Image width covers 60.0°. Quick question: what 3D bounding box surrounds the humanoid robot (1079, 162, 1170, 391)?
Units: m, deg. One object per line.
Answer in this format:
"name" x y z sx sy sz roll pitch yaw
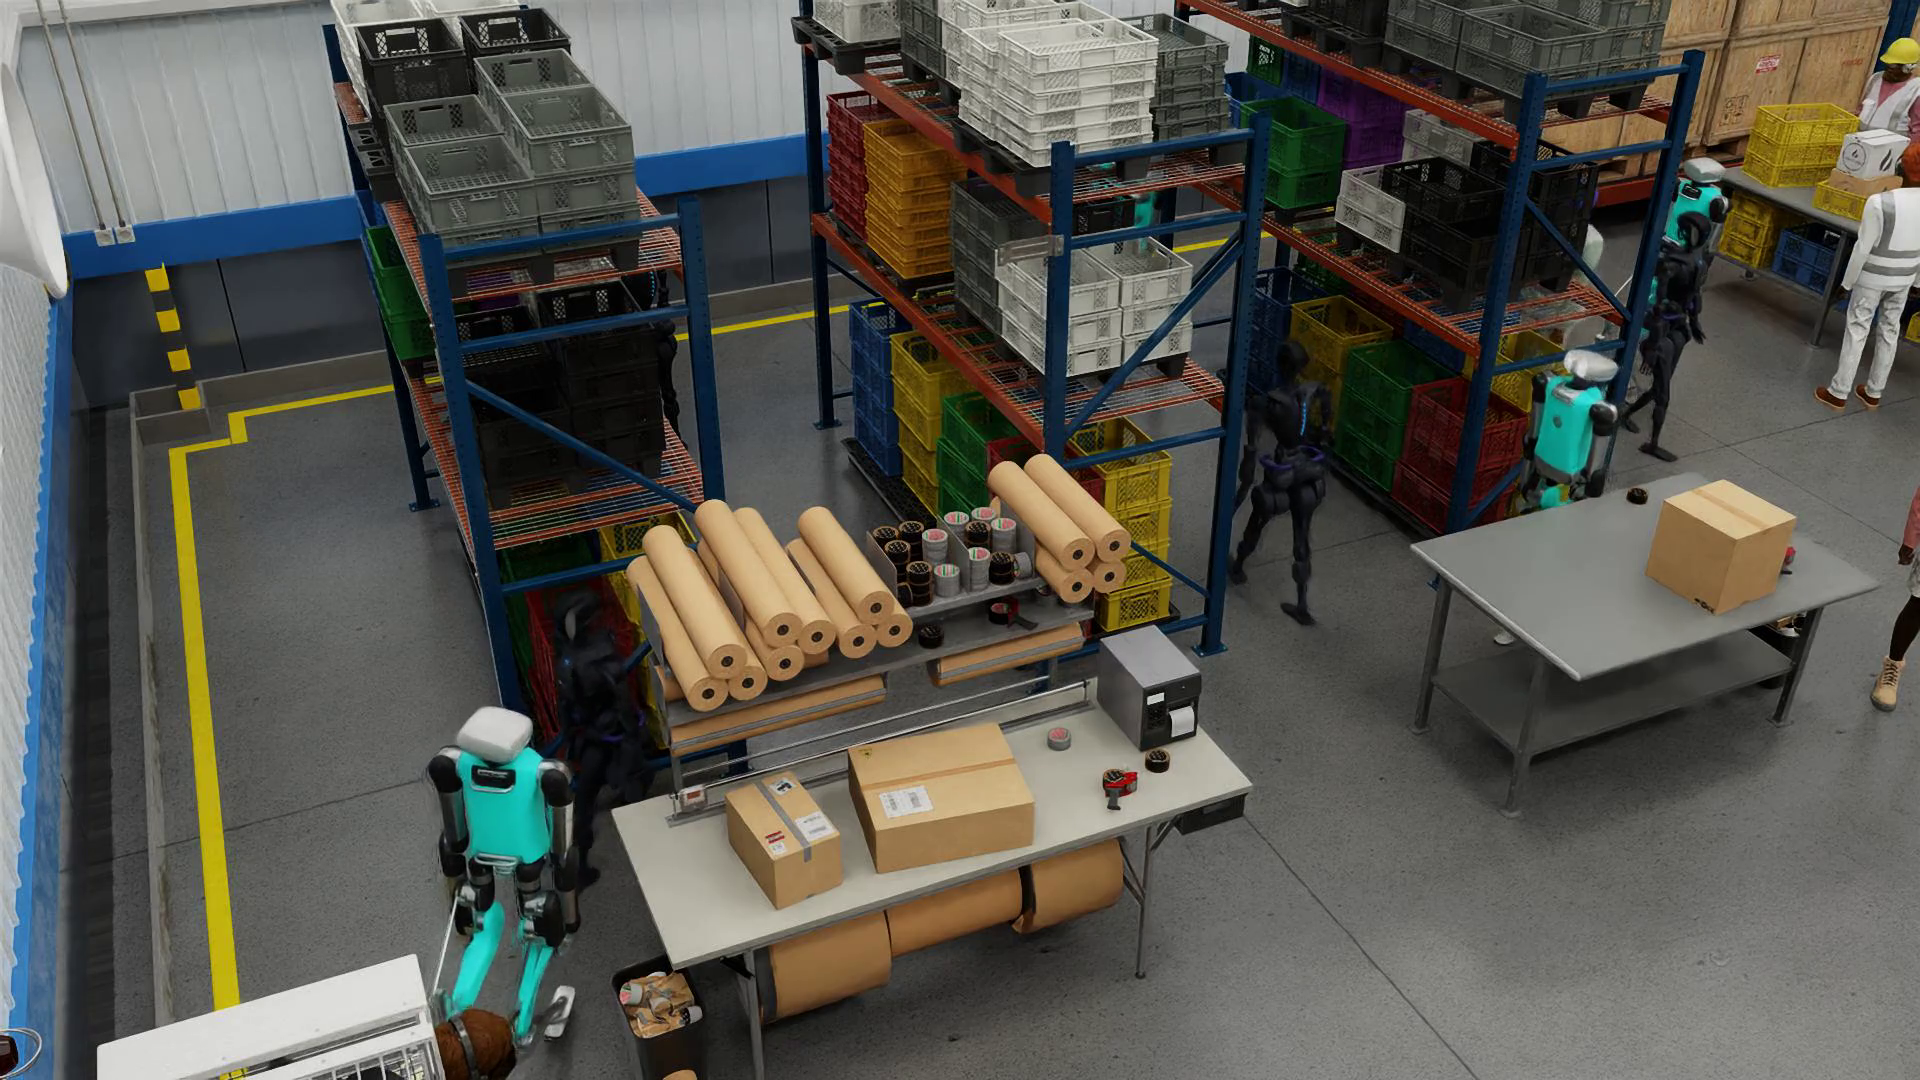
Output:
"humanoid robot" 0.991 -1.861 11.581 0.558 1.747 0.842 -18 36 -27

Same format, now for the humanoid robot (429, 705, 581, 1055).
"humanoid robot" -1.713 1.518 6.141 0.544 1.750 1.034 4 32 7

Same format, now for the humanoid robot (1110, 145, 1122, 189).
"humanoid robot" 1.105 -2.354 12.455 0.364 1.645 0.599 13 34 20

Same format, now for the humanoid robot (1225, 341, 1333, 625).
"humanoid robot" 1.778 -0.368 9.245 0.602 1.631 0.737 -12 34 -19

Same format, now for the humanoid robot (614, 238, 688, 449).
"humanoid robot" -2.036 -1.277 10.691 0.315 1.653 0.599 19 36 28

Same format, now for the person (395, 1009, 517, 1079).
"person" -1.383 2.111 5.041 0.429 1.842 0.627 -25 39 -34

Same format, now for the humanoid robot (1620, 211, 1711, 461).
"humanoid robot" 4.653 -1.366 10.875 0.614 1.657 0.594 -24 39 -34

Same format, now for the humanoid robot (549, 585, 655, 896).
"humanoid robot" -1.527 0.919 7.166 0.598 1.650 0.600 26 40 36

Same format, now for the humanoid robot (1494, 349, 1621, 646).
"humanoid robot" 3.428 -0.265 9.038 1.016 1.778 0.532 -16 35 -24

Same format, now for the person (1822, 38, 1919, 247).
"person" 7.558 -3.218 13.707 0.403 1.828 0.594 -13 34 -20

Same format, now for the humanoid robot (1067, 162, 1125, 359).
"humanoid robot" 0.925 -2.161 12.048 0.531 1.765 0.675 3 32 4

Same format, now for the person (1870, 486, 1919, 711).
"person" 5.023 0.022 8.258 0.607 2.035 0.407 13 34 20

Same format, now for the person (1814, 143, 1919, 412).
"person" 6.269 -1.762 11.290 0.581 1.884 0.337 -1 32 -2

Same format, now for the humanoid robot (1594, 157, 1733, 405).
"humanoid robot" 4.671 -1.727 11.282 0.733 1.690 0.531 -10 33 -16

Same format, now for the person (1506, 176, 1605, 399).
"person" 3.820 -1.514 10.880 0.425 1.905 0.639 -12 34 -19
